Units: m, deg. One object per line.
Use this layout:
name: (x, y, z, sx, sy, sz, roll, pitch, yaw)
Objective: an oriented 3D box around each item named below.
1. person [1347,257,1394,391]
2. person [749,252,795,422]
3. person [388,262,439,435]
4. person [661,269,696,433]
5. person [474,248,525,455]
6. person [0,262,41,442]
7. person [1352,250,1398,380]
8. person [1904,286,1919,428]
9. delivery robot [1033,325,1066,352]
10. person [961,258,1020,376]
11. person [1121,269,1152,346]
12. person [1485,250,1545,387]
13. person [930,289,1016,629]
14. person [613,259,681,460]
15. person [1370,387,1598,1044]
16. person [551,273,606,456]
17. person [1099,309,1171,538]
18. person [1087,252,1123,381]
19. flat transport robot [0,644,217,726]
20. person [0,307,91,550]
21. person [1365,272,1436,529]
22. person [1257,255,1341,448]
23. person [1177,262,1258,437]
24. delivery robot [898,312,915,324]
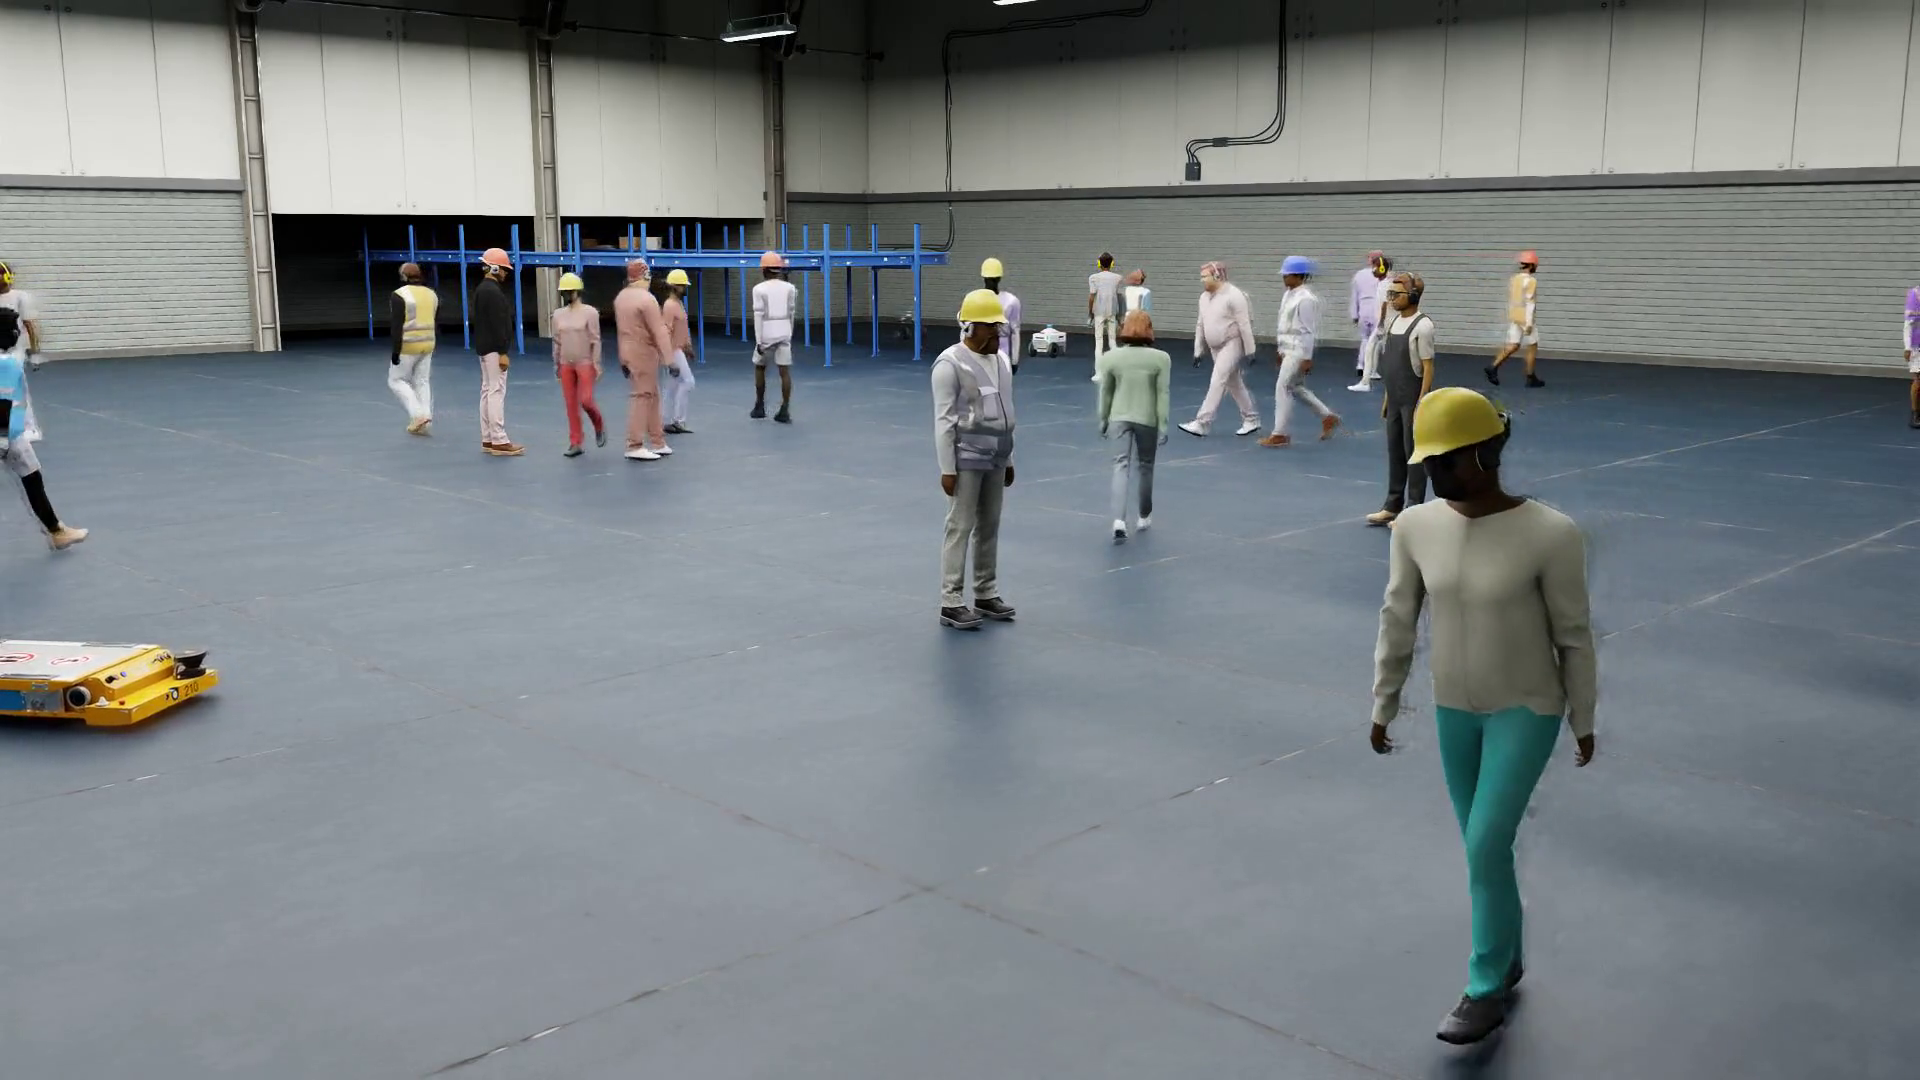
person: (5.808, -2.928, 22.583, 0.914, 1.826, 0.519, 1, 10, 7)
person: (-2.162, -2.332, 19.064, 0.545, 1.912, 0.786, -6, 12, -29)
person: (-5.796, -2.018, 17.628, 0.445, 1.825, 0.643, 5, 11, 24)
person: (-2.994, -2.007, 17.781, 0.551, 1.750, 0.533, 0, 10, -1)
person: (-4.505, -1.833, 16.165, 0.393, 1.987, 0.608, -6, 12, -30)
person: (-9.701, -1.883, 16.847, 0.562, 1.839, 0.798, 3, 11, 18)
person: (6.126, -3.314, 24.529, 0.663, 1.892, 0.464, 10, 14, 44)
person: (10.603, -2.158, 18.200, 0.568, 1.889, 0.524, 1, 10, 7)
delivery robot: (1.574, -3.545, 29.272, 0.477, 0.478, 0.707, 6, 12, 31)
person: (0.322, -1.896, 16.780, 0.589, 1.895, 0.885, 3, 11, 18)
person: (2.537, -3.121, 24.159, 0.533, 1.625, 0.460, 9, 14, 40)
person: (7.818, -3.091, 23.250, 0.836, 1.912, 0.553, -3, 11, -14)
person: (0.099, -0.446, 9.059, 0.403, 1.824, 0.596, 9, 13, 39)
person: (-2.946, -1.697, 15.722, 0.539, 1.881, 0.739, -7, 12, -32)
person: (1.371, 0.455, 4.401, 0.679, 1.718, 0.545, -10, 14, -42)
person: (-3.673, -1.695, 16.033, 0.546, 1.752, 0.441, 4, 11, 20)
person: (1.221, -0.825, 11.739, 0.510, 1.597, 0.832, 2, 11, 12)
person: (2.110, -3.250, 24.219, 0.528, 1.869, 0.313, -1, 10, -7)
flat transport robot: (-4.223, 0.631, 7.532, 1.431, 0.197, 0.652, 1, 10, 7)
person: (-6.330, -0.709, 10.973, 0.551, 1.642, 0.887, 7, 12, 32)
person: (3.206, -0.994, 11.979, 0.349, 1.846, 0.506, -3, 11, -17)
person: (3.432, -1.894, 16.696, 0.820, 1.921, 0.617, -1, 10, -3)
person: (2.756, -2.000, 17.545, 1.065, 1.824, 0.650, -5, 11, -24)
delivery robot: (-1.039, -4.587, 34.245, 0.335, 0.223, 0.698, -6, 12, -29)
